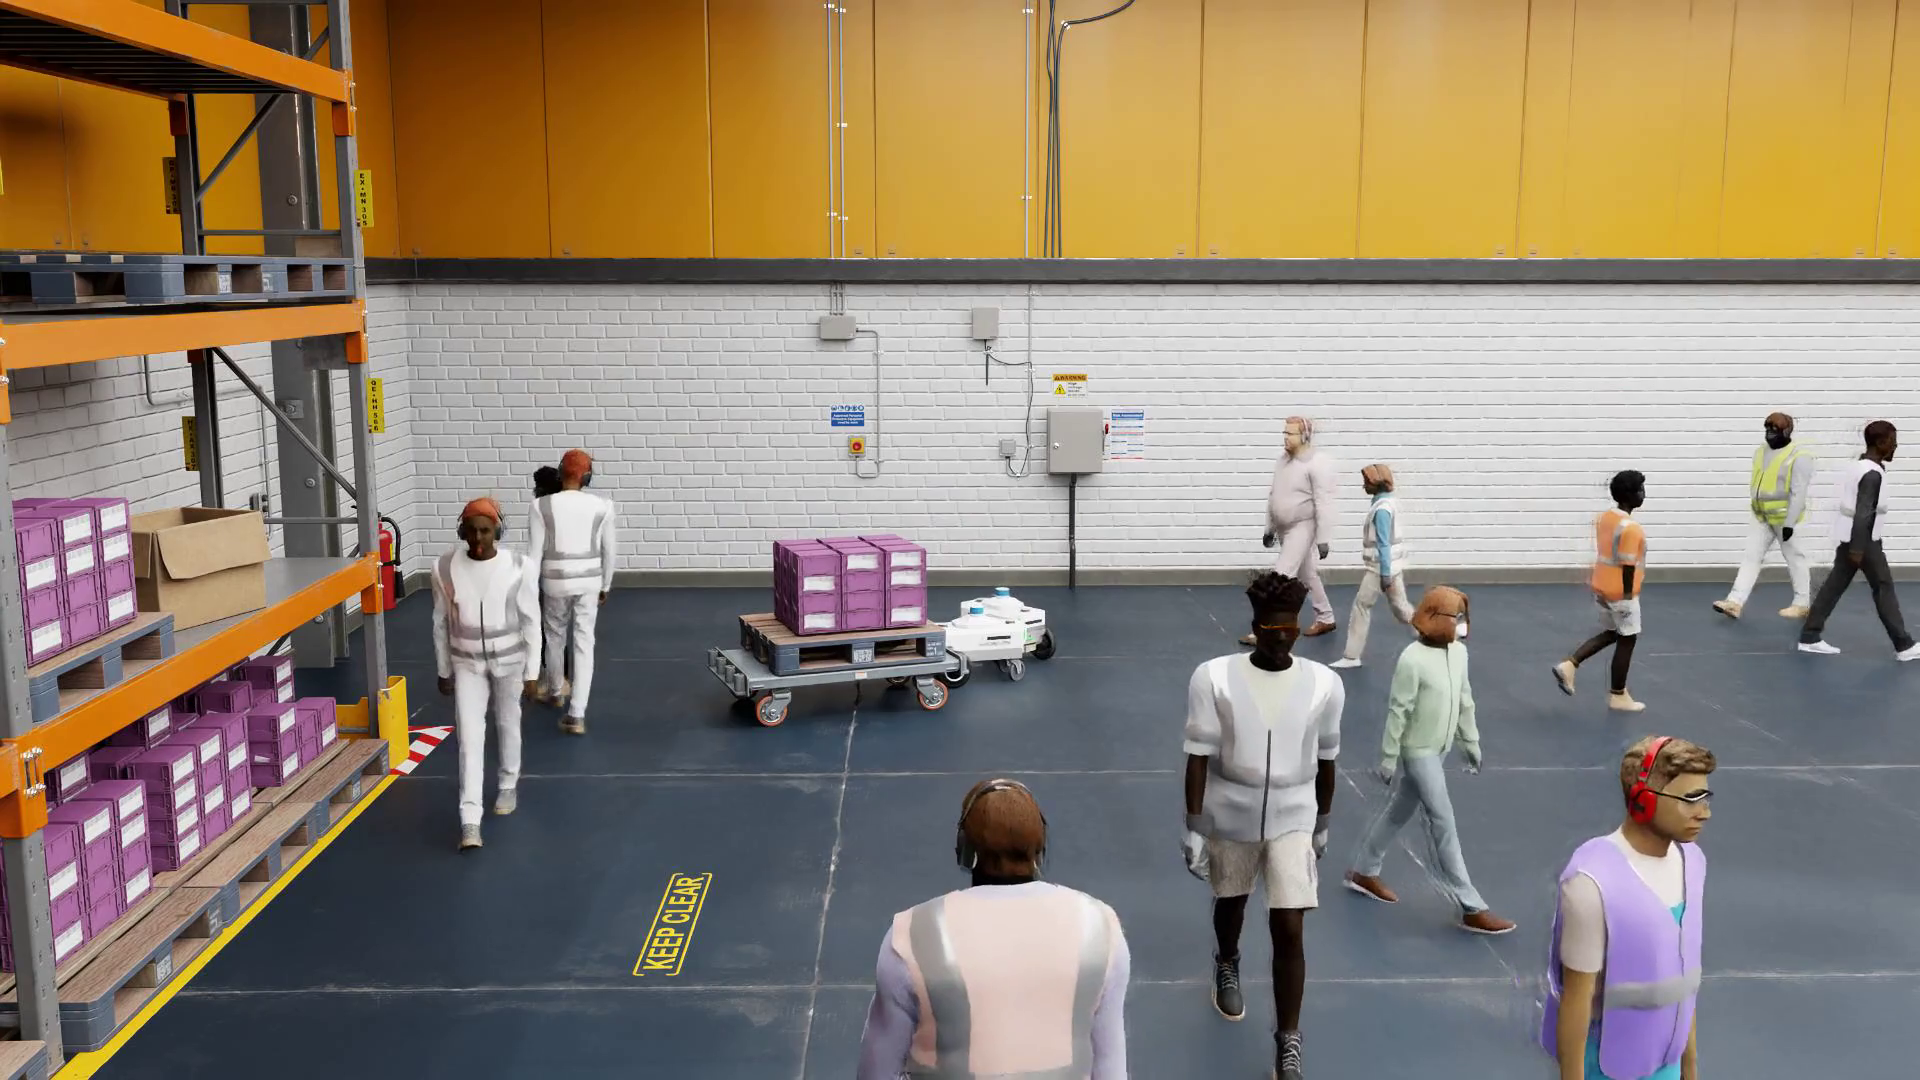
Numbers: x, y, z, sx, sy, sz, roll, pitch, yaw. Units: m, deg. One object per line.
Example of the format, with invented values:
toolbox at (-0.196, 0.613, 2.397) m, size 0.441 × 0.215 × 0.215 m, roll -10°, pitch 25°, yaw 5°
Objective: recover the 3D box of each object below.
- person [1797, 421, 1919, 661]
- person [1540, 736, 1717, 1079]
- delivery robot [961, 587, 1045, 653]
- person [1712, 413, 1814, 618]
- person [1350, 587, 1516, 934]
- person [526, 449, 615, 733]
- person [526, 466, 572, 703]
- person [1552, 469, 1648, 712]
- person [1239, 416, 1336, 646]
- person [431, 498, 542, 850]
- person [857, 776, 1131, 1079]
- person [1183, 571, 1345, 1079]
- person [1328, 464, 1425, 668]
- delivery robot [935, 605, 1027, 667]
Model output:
person at (7.098, 0.001, 12.947) m, size 0.990 × 1.861 × 0.616 m, roll 3°, pitch 10°, yaw 19°
person at (1.781, 1.405, 4.458) m, size 0.588 × 1.827 × 0.448 m, roll -7°, pitch 12°, yaw -38°
delivery robot at (0.330, 0.612, 12.929) m, size 0.477 × 0.478 × 0.707 m, roll -8°, pitch 12°, yaw -40°
person at (7.016, -0.194, 14.342) m, size 0.943 × 1.797 × 0.652 m, roll -3°, pitch 10°, yaw -18°
person at (2.206, 0.988, 7.748) m, size 0.876 × 1.578 × 0.511 m, roll 9°, pitch 13°, yaw 43°
person at (-2.611, 0.311, 11.121) m, size 0.605 × 1.837 × 0.980 m, roll -3°, pitch 10°, yaw -18°
person at (-2.845, 0.313, 11.646) m, size 0.344 × 1.673 × 0.557 m, roll -9°, pitch 13°, yaw -44°
person at (4.422, 0.349, 11.356) m, size 0.524 × 1.685 × 0.534 m, roll -1°, pitch 9°, yaw -3°
person at (2.724, -0.085, 13.527) m, size 0.979 × 1.860 × 0.657 m, roll -3°, pitch 10°, yaw -20°
person at (-2.534, 0.678, 8.942) m, size 0.581 × 1.825 × 1.007 m, roll -2°, pitch 9°, yaw -9°
person at (0.069, 1.467, 4.186) m, size 0.640 × 1.793 × 0.956 m, roll -3°, pitch 10°, yaw -16°
person at (1.154, 1.050, 6.395) m, size 0.607 × 1.921 × 1.015 m, roll 1°, pitch 9°, yaw 5°
person at (3.238, 0.216, 12.500) m, size 0.834 × 1.604 × 0.521 m, roll 3°, pitch 10°, yaw 20°
delivery robot at (0.124, 0.722, 12.257) m, size 0.707 × 0.478 × 0.477 m, roll -2°, pitch 9°, yaw -15°
